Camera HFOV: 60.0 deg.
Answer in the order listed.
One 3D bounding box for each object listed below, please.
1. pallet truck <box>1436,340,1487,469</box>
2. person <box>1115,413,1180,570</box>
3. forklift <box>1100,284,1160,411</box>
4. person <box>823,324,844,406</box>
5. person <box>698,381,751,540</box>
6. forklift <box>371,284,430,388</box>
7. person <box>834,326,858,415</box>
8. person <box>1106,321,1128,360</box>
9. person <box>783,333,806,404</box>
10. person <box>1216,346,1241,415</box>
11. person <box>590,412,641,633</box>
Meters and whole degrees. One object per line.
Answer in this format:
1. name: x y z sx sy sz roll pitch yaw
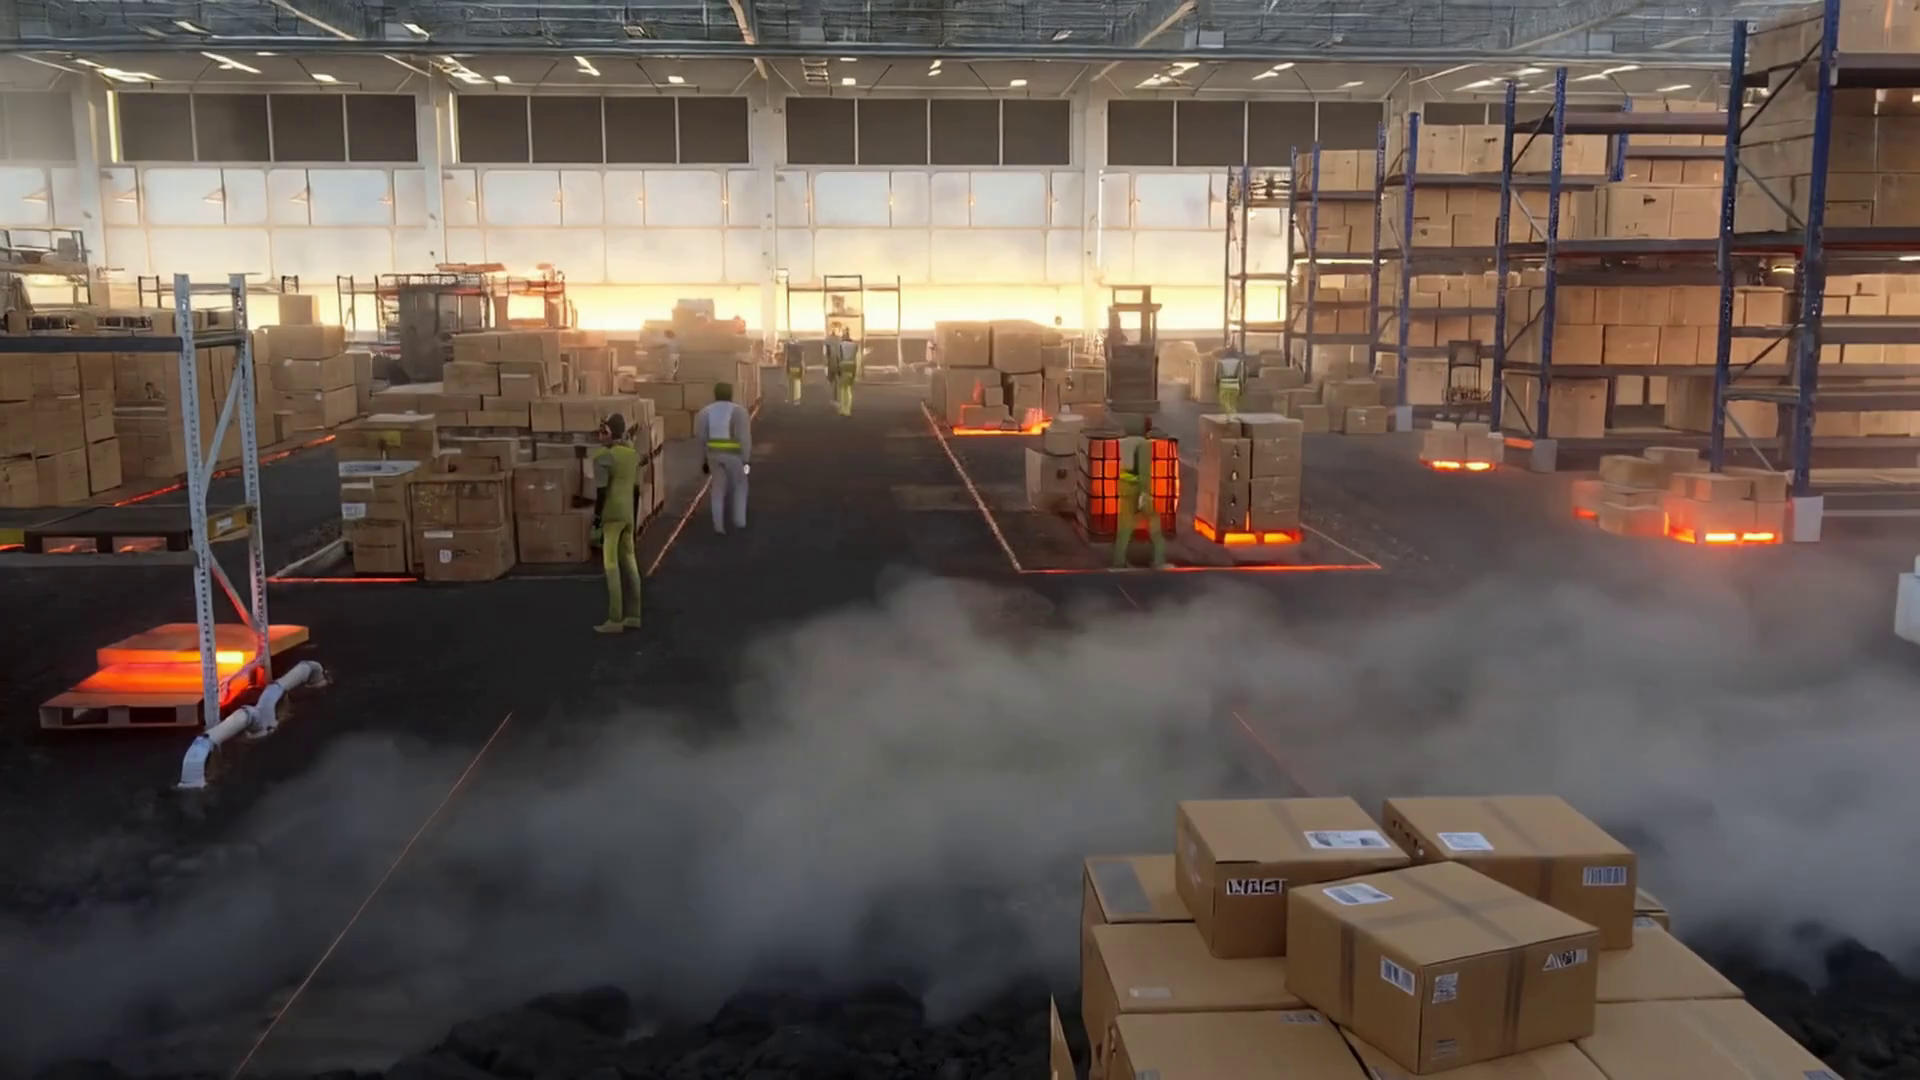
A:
1. pallet truck: 8.004 -2.170 26.422 0.823 1.965 1.885 2 9 14
2. person: 1.917 -0.495 17.109 0.760 1.609 0.530 -4 10 -25
3. forklift: 3.800 -4.363 37.427 1.129 2.768 1.873 -1 9 -4
4. person: -2.929 -4.092 38.794 0.638 1.919 0.819 -6 11 -32
5. person: -2.673 -0.925 19.189 0.649 1.809 0.781 2 9 12
6. forklift: -12.674 -4.557 38.646 1.873 2.768 1.129 2 9 13
7. person: -2.496 -3.682 36.144 0.581 1.920 0.535 -3 10 -21
8. person: 3.593 -4.059 38.287 0.612 1.995 0.393 -5 11 -30
9. person: -3.913 -4.045 39.243 0.548 1.649 0.861 -4 10 -24
10. person: 5.299 -3.016 32.883 0.517 1.624 0.475 -1 9 -4
11. person: -2.924 -0.147 14.097 0.321 1.876 0.532 6 11 34
